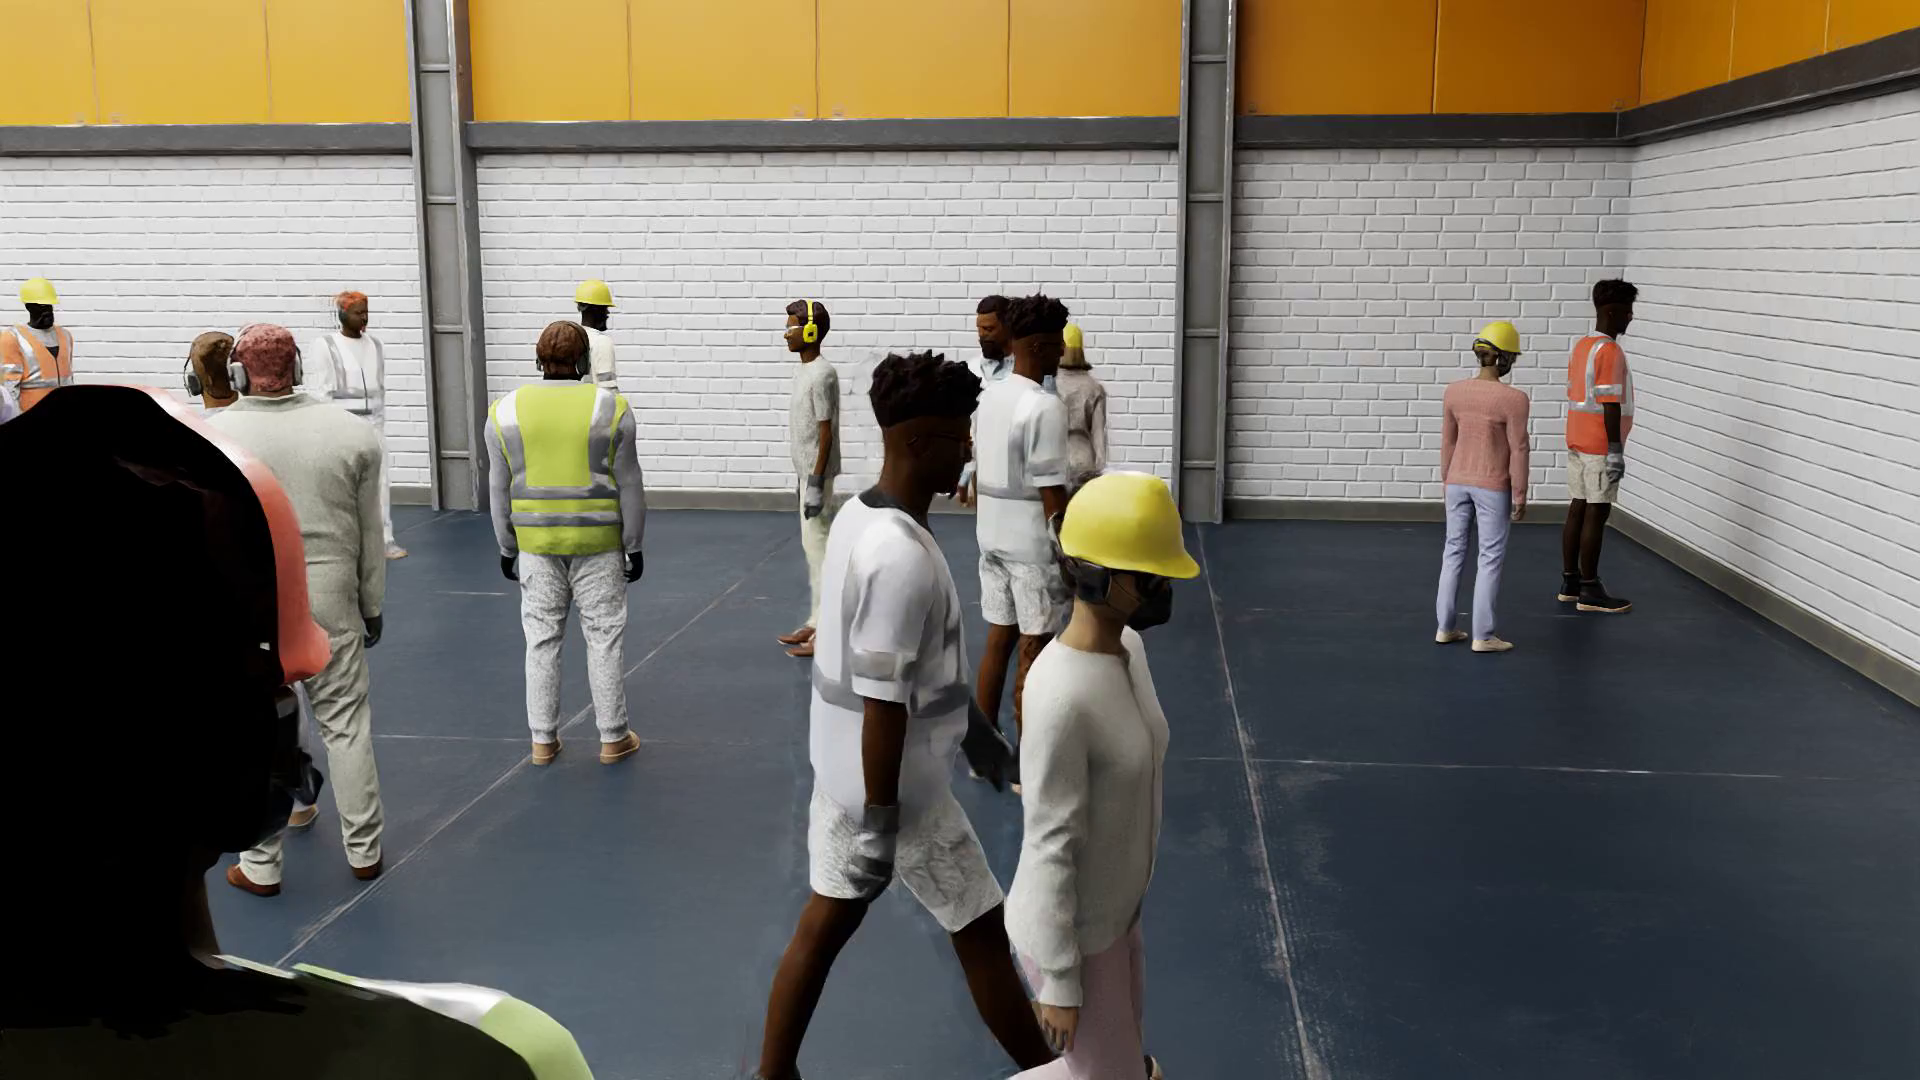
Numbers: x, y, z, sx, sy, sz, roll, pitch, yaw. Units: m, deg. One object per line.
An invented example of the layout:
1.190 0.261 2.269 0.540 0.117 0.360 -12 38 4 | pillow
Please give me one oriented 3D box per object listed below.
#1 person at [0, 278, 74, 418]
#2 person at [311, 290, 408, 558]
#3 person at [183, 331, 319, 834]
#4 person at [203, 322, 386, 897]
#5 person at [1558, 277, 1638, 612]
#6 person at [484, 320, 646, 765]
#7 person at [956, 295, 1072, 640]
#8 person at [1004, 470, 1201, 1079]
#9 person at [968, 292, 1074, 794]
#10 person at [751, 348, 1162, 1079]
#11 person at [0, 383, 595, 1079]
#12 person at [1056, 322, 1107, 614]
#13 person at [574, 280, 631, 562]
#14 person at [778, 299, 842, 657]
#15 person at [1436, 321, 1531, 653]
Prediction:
-6.545 -0.908 11.935 0.380 1.924 0.593 3 10 17 | person
-4.249 -0.804 11.564 0.827 1.856 0.578 7 12 36 | person
-2.589 0.177 5.971 0.504 1.842 0.345 -5 11 -28 | person
-2.251 0.229 5.553 0.661 1.895 0.405 -6 11 -29 | person
3.790 -0.565 9.861 0.366 1.965 0.602 0 10 1 | person
-1.604 0.019 6.874 0.631 1.843 0.429 0 10 -1 | person
0.282 -0.351 8.842 0.670 1.891 0.459 8 13 39 | person
0.177 0.716 3.177 0.654 1.739 0.533 4 11 20 | person
0.260 0.014 6.556 0.366 1.963 0.613 -5 11 -28 | person
-0.058 0.514 3.856 1.020 1.900 0.611 -3 10 -17 | person
-0.525 0.918 1.147 0.609 2.044 0.394 -2 10 -9 | person
0.655 -0.405 9.686 0.492 1.711 0.745 -3 10 -19 | person
-2.479 -0.798 11.307 0.595 1.923 0.375 10 14 44 | person
-0.790 -0.317 8.746 0.328 1.861 0.513 -2 10 -13 | person
2.783 -0.275 8.815 0.339 1.755 0.531 -8 12 -37 | person
